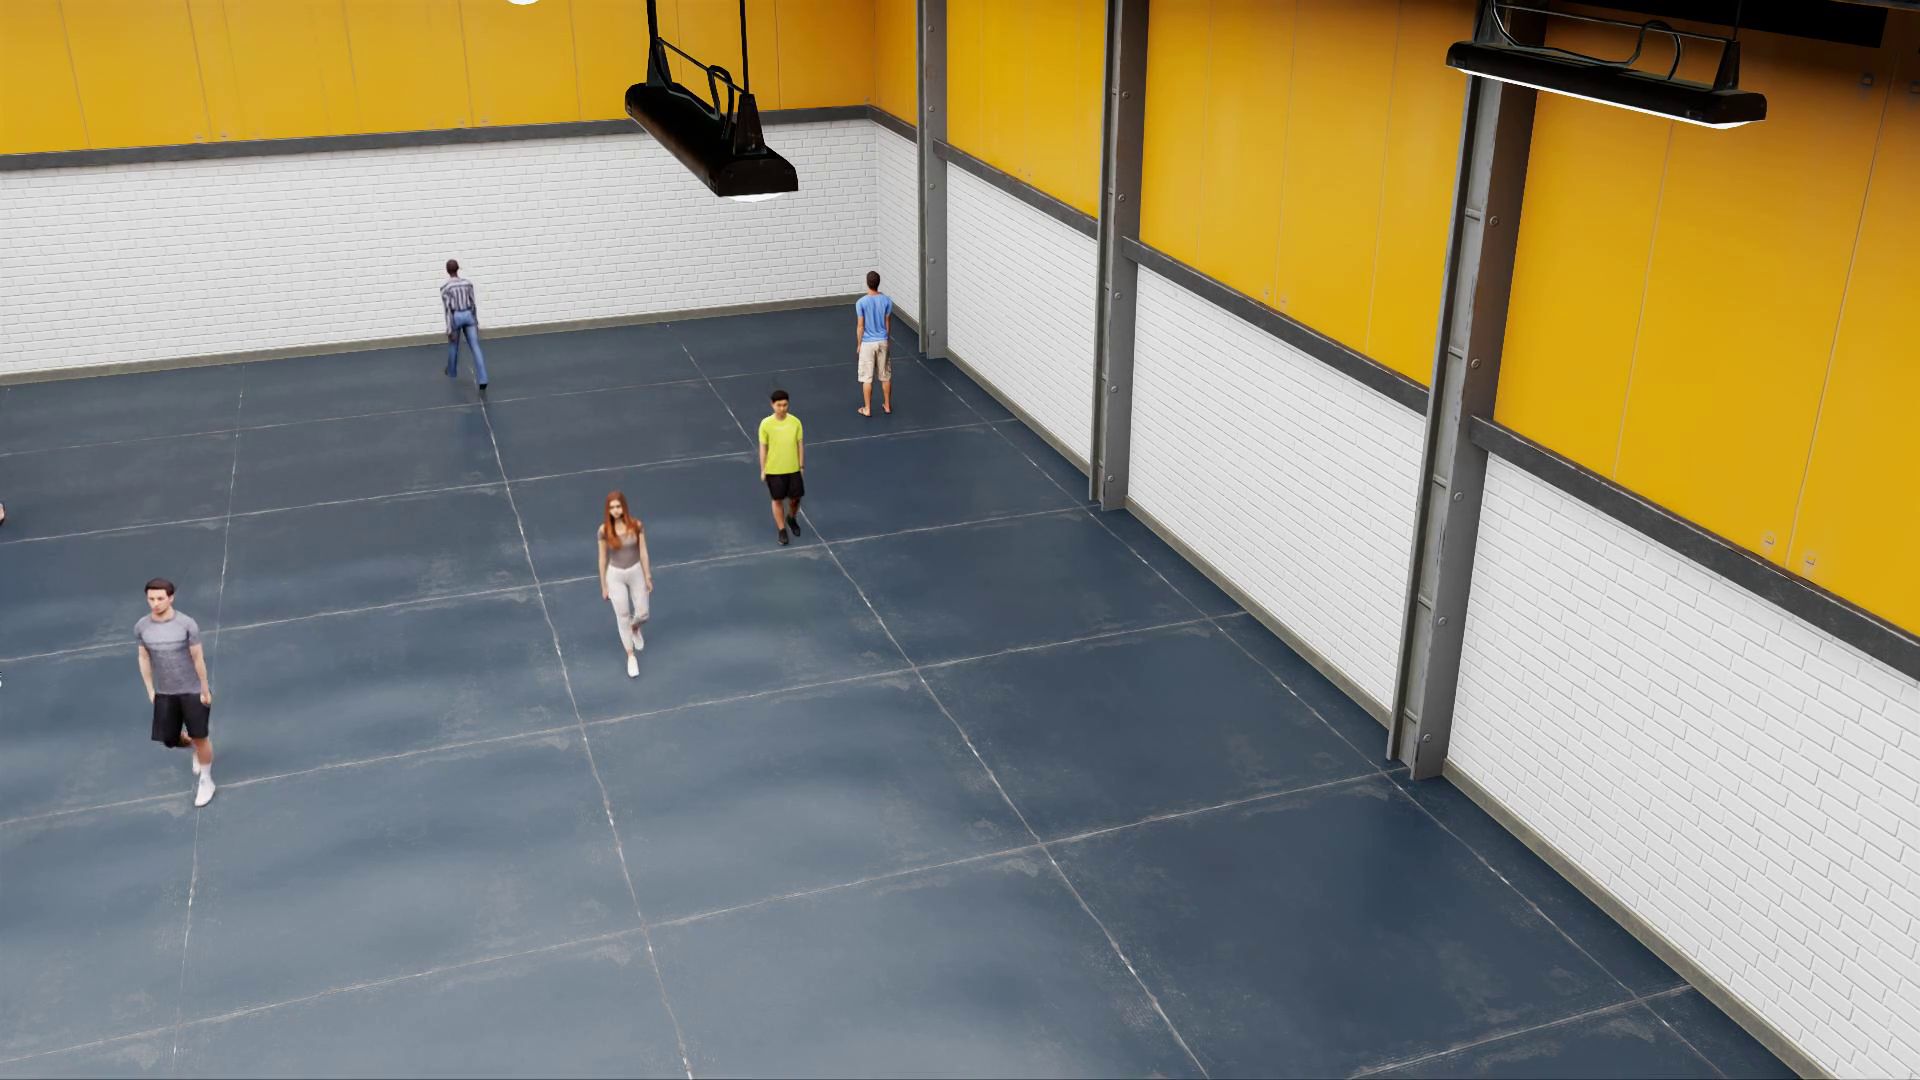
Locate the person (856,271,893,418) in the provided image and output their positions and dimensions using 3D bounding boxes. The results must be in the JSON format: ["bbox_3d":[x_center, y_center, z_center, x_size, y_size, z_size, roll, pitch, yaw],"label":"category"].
[{"bbox_3d":[-1.085,-2.509,21.211,0.648,1.864,0.568,-10,25,-21],"label":"person"}]

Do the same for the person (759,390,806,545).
[{"bbox_3d":[-1.890,-0.797,17.504,0.653,1.696,0.679,-7,24,-15],"label":"person"}]

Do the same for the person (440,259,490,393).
[{"bbox_3d":[-6.546,-2.776,22.004,0.940,1.717,1.315,-18,29,-35],"label":"person"}]

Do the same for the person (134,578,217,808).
[{"bbox_3d":[-6.011,1.117,12.923,0.786,1.858,0.918,-2,24,-5],"label":"person"}]

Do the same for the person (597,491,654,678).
[{"bbox_3d":[-2.989,0.342,14.877,0.616,1.712,0.820,-7,25,-16],"label":"person"}]
